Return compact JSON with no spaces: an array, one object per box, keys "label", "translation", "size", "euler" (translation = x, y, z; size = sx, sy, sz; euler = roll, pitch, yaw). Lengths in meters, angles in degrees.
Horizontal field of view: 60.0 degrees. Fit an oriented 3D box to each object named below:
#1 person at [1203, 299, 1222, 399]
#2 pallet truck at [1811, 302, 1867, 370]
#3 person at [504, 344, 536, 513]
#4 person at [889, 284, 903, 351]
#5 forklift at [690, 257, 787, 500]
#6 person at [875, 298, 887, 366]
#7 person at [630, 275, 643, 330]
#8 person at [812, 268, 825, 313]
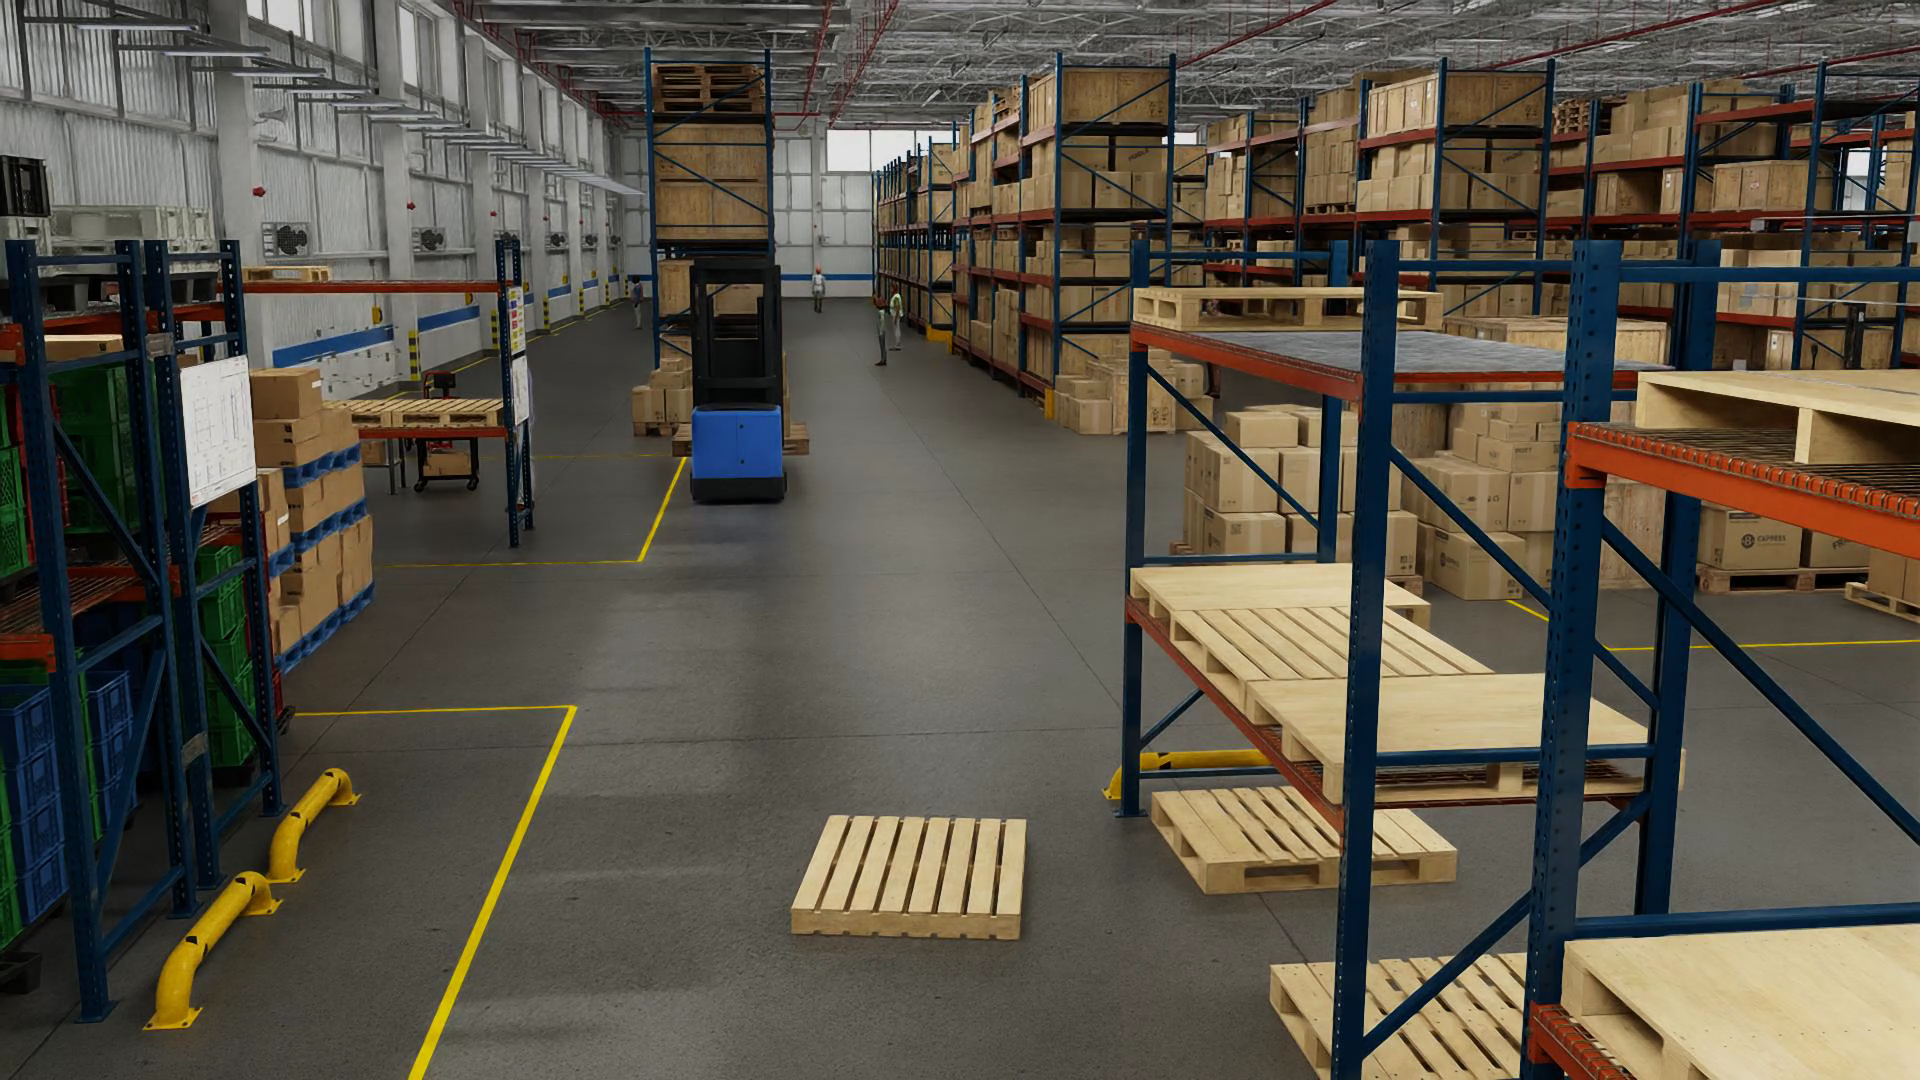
[{"label":"person","translation":[4.844,-3.672,31.980],"size":[0.409,1.909,0.639],"euler":[-1,10,-6]},{"label":"pallet truck","translation":[15.846,-3.142,28.793],"size":[1.885,1.965,0.823],"euler":[2,10,12]},{"label":"person","translation":[-4.942,-1.272,18.592],"size":[0.373,1.940,0.628],"euler":[-1,10,-6]},{"label":"person","translation":[-1.755,-6.131,45.772],"size":[0.390,1.846,0.564],"euler":[-1,10,-6]},{"label":"forklift","translation":[-2.653,-1.959,19.791],"size":[1.129,2.768,1.873],"euler":[-1,10,-6]},{"label":"person","translation":[-1.914,-5.021,40.213],"size":[0.283,1.633,0.497],"euler":[-1,10,-6]},{"label":"person","translation":[-10.955,-8.043,56.381],"size":[0.429,1.844,0.623],"euler":[-1,10,-6]},{"label":"person","translation":[-5.943,-10.490,69.828],"size":[0.569,1.881,1.013],"euler":[-2,10,-12]}]
